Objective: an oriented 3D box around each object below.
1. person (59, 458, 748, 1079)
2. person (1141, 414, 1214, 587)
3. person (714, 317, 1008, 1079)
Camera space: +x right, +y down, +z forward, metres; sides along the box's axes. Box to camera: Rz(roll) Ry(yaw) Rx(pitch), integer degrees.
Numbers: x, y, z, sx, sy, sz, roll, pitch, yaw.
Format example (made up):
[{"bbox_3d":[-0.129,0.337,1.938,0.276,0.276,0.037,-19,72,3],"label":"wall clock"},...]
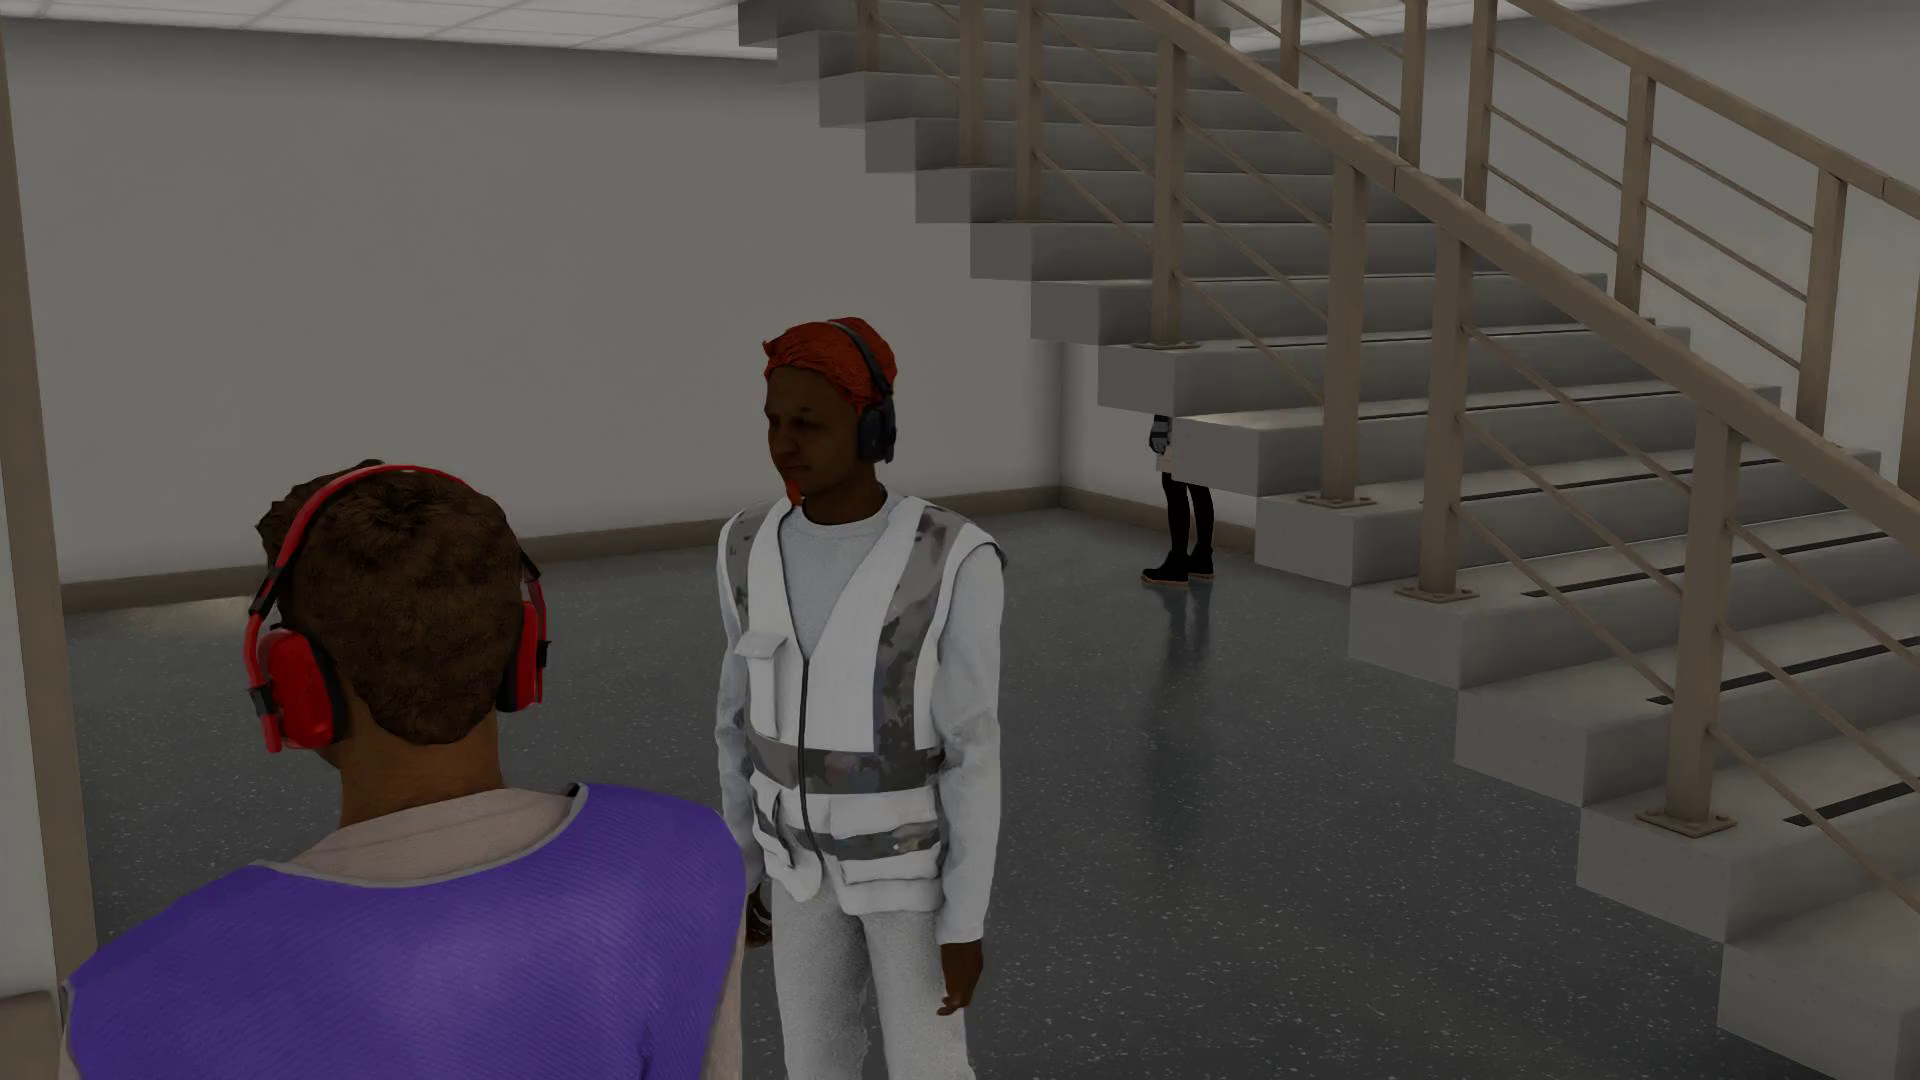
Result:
[{"bbox_3d":[-0.414,0.850,1.433,0.559,1.835,0.393,-9,14,-41],"label":"person"},{"bbox_3d":[1.260,-0.718,9.350,0.370,1.959,0.599,7,13,33],"label":"person"},{"bbox_3d":[-0.176,0.566,2.822,0.567,1.878,0.357,7,13,31],"label":"person"}]
